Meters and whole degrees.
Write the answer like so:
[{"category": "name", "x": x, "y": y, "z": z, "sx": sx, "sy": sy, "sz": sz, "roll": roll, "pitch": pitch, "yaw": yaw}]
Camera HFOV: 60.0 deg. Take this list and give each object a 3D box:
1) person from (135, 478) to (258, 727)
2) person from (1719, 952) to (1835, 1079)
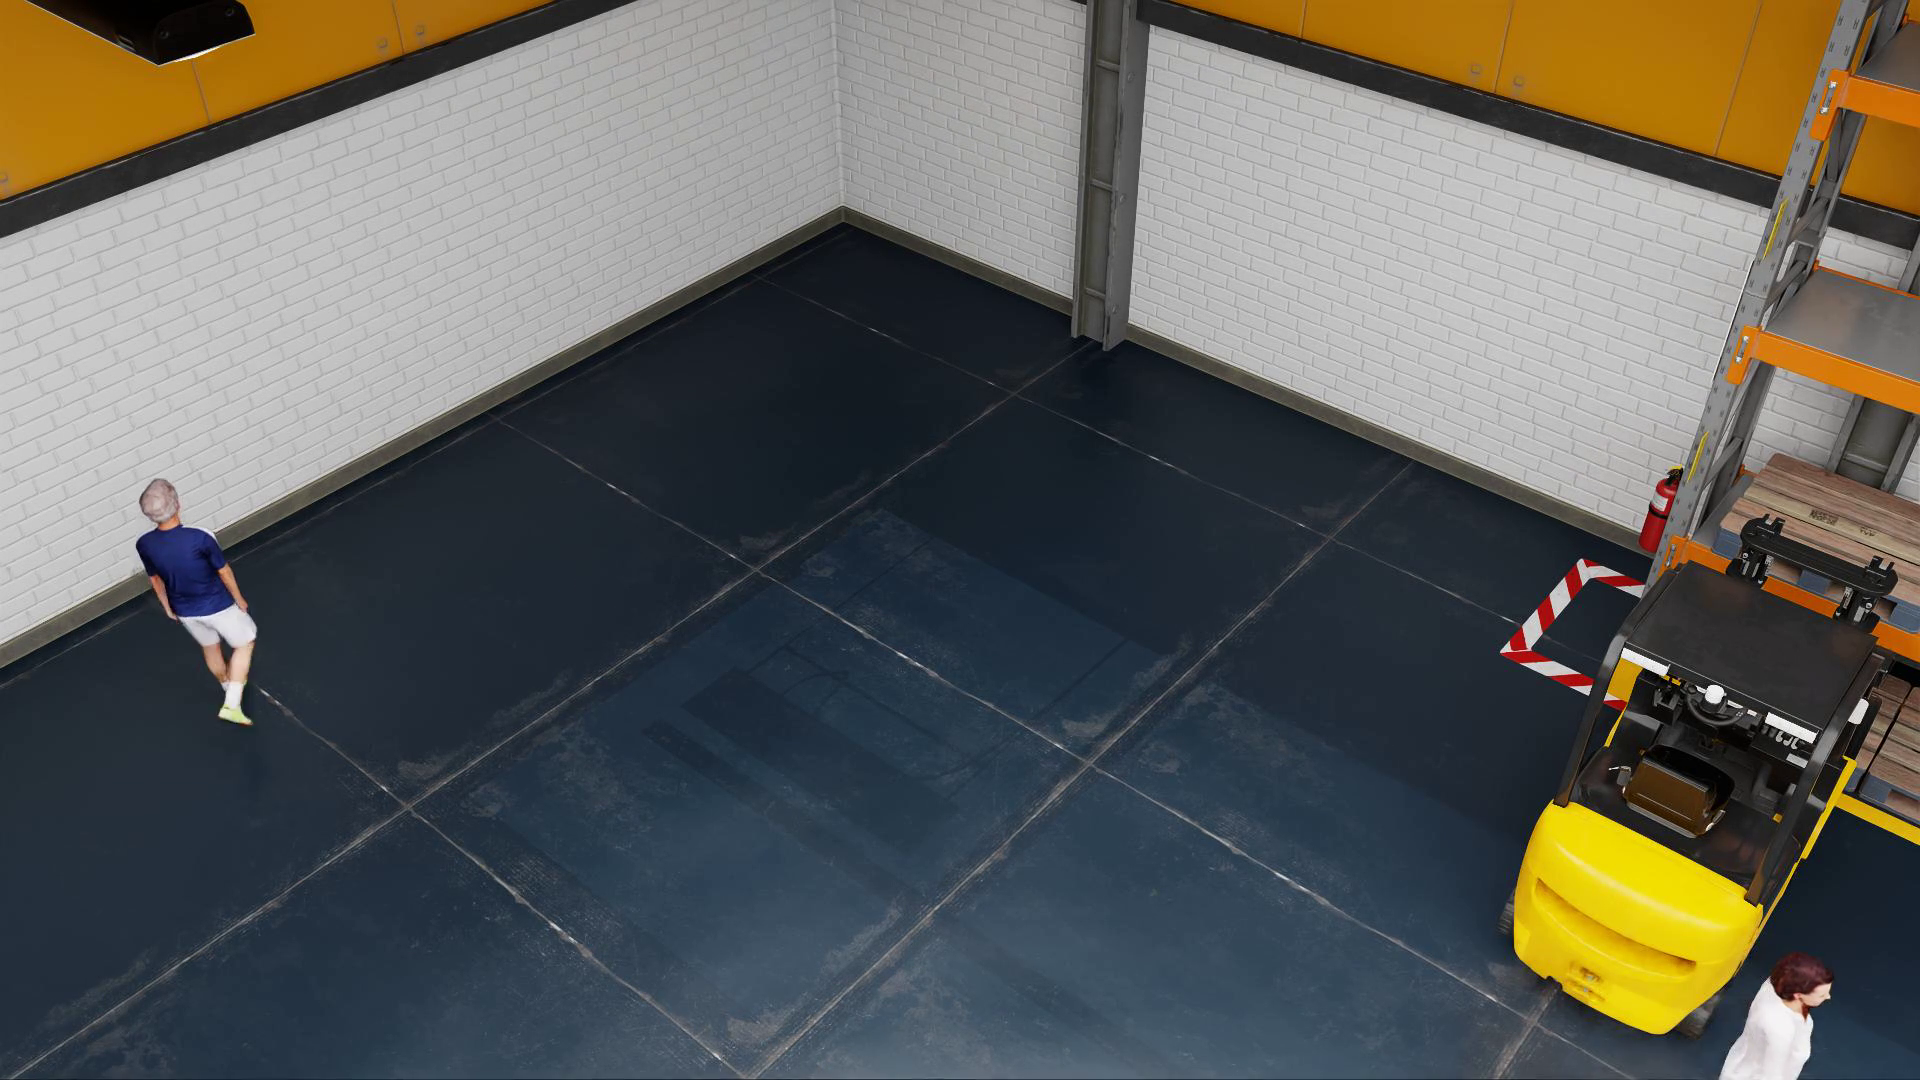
[{"category": "person", "x": -4.699, "y": 0.436, "z": 10.315, "sx": 0.981, "sy": 1.825, "sz": 1.042, "roll": -3, "pitch": 39, "yaw": -4}, {"category": "person", "x": 3.601, "y": 2.491, "z": 7.774, "sx": 0.742, "sy": 1.783, "sz": 0.691, "roll": 18, "pitch": 42, "yaw": 21}]
